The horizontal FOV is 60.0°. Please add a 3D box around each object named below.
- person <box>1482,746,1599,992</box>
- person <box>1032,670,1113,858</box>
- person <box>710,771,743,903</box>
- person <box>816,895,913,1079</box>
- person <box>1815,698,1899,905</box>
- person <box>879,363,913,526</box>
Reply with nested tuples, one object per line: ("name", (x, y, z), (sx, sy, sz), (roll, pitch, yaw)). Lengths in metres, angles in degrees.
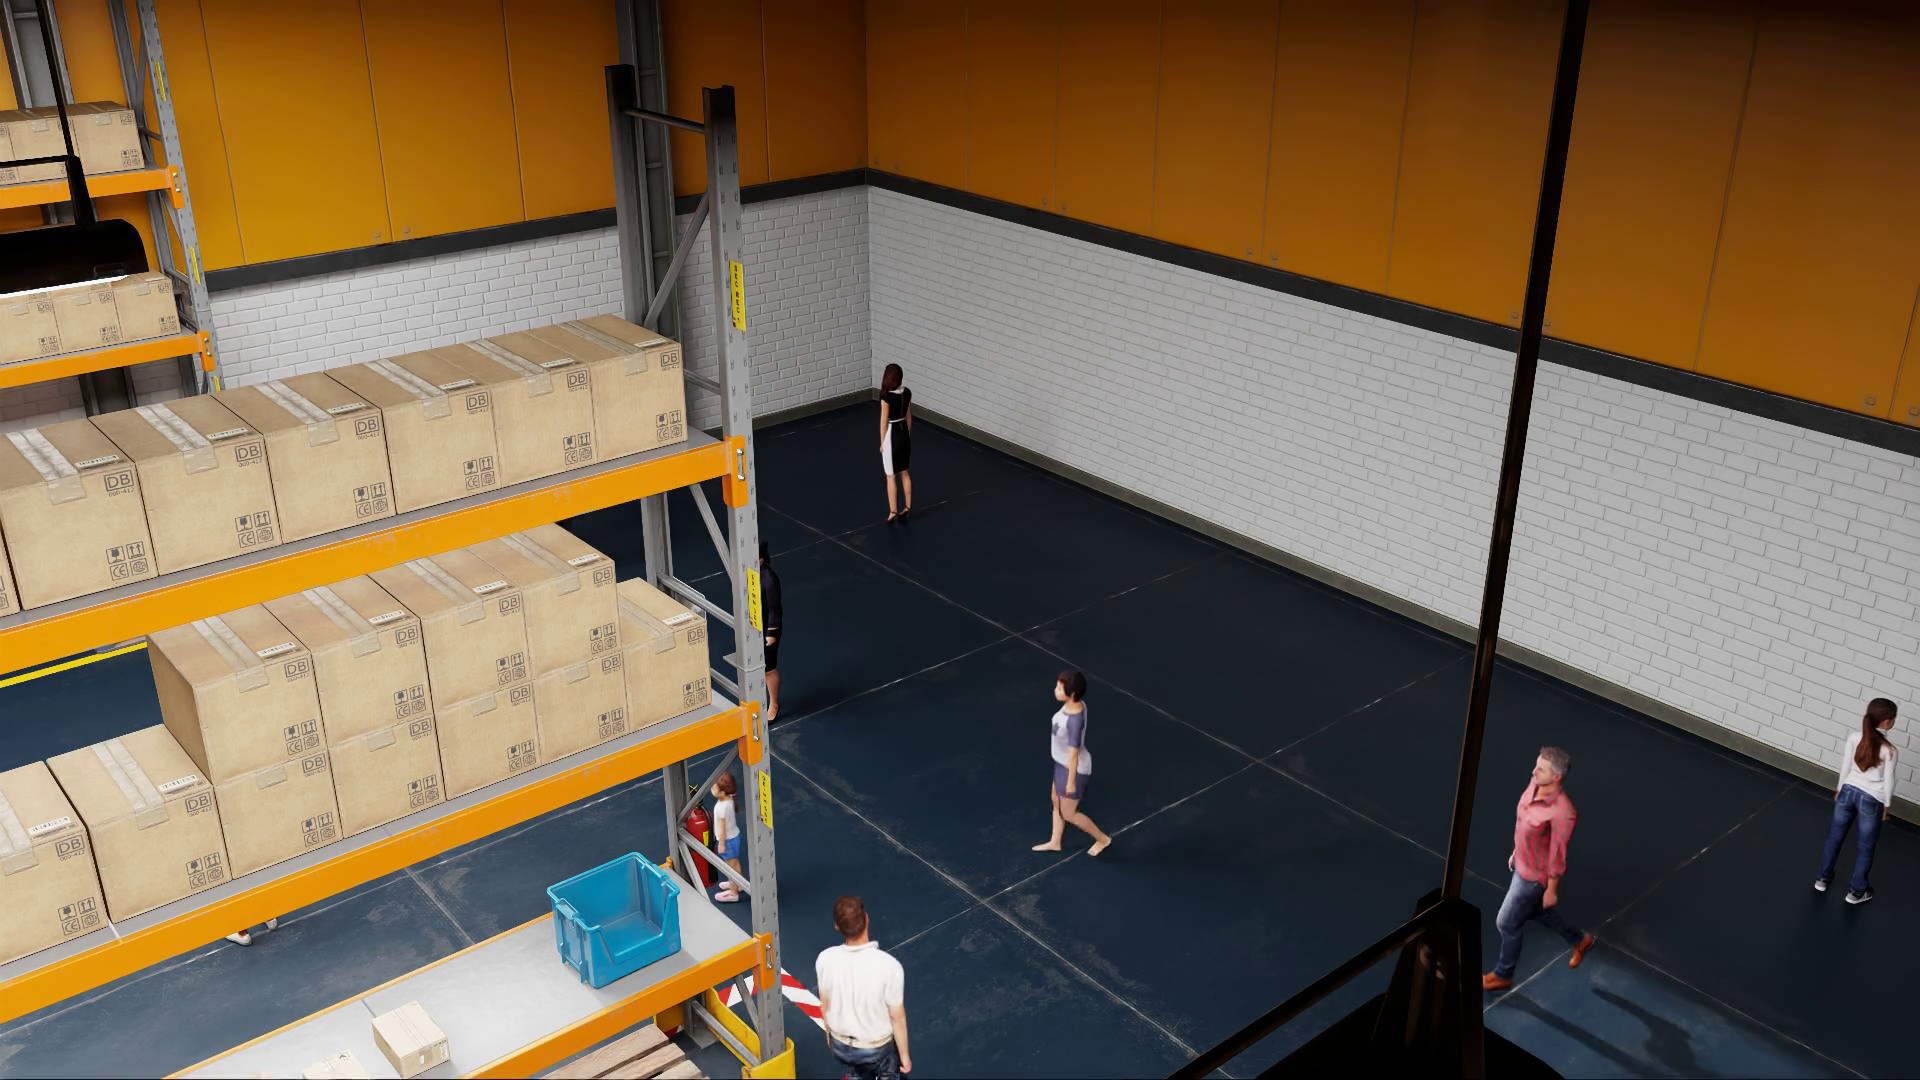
("person", (3.794, 2.125, 10.720), (1.166, 1.804, 1.107), (1, 24, 3))
("person", (0.869, 1.647, 12.126), (0.917, 1.553, 0.845), (1, 24, 2))
("person", (-1.638, 2.090, 11.780), (0.532, 1.019, 0.478), (0, 24, 1))
("person", (-0.573, 2.831, 9.084), (0.885, 1.820, 0.941), (11, 26, 24))
("person", (6.345, 1.823, 11.719), (0.514, 1.557, 0.534), (-17, 29, -34))
("person", (-0.683, -1.033, 17.956), (0.454, 1.794, 0.634), (-21, 31, -39))
